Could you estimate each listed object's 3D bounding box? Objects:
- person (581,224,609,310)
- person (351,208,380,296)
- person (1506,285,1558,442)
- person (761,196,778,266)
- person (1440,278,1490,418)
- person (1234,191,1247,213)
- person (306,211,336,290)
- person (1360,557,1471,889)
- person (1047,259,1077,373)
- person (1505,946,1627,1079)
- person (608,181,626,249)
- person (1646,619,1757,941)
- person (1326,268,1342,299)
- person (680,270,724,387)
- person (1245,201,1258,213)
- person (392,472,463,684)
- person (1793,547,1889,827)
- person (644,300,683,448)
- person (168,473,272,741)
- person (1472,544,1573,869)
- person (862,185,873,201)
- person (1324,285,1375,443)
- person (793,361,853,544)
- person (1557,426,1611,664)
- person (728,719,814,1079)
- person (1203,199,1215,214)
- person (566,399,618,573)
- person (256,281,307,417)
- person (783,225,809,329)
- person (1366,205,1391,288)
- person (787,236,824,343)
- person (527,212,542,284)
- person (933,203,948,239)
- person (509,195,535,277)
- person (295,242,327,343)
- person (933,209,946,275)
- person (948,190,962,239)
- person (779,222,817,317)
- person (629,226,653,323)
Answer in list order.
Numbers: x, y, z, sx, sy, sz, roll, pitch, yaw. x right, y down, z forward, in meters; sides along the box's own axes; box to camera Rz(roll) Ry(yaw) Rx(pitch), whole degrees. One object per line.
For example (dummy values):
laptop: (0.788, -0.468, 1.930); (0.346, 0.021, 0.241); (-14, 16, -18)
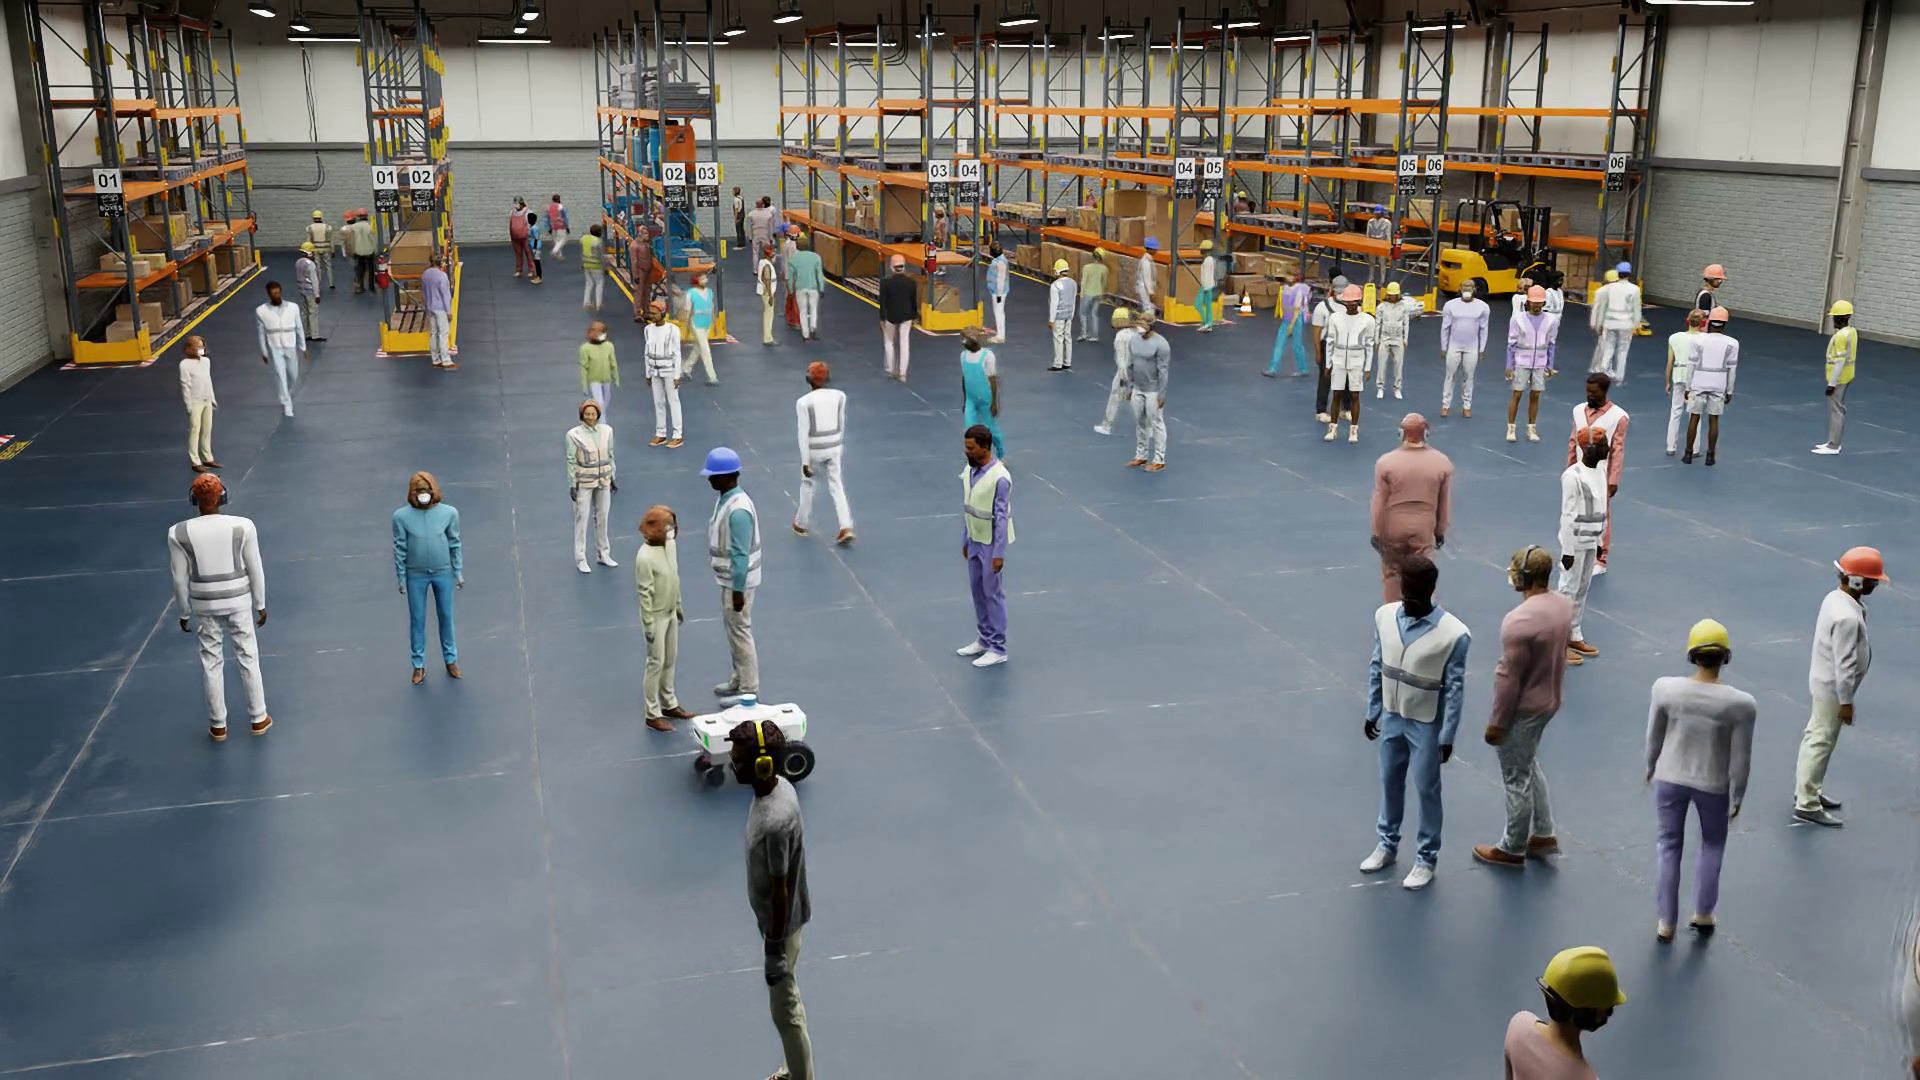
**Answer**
person: (-7.698, -5.744, 35.006); (0.639, 1.825, 0.434); (11, 18, 35)
person: (-13.391, -6.486, 37.482); (0.654, 1.965, 0.497); (2, 15, 6)
person: (7.368, -2.265, 21.457); (0.613, 2.041, 0.393); (1, 15, 3)
person: (-5.111, -8.197, 44.195); (0.659, 1.836, 0.430); (14, 20, 42)
person: (7.023, -2.674, 23.195); (0.629, 1.940, 0.377); (4, 15, 15)
person: (8.045, -9.084, 47.640); (0.306, 1.772, 0.525); (-10, 18, -33)
person: (-14.840, -6.721, 38.633); (0.592, 1.828, 0.404); (-5, 16, -18)
person: (2.566, 1.008, 9.391); (0.395, 1.913, 0.588); (-12, 19, -39)
person: (1.634, -3.636, 27.016); (0.404, 1.832, 0.600); (12, 19, 39)
person: (1.940, 2.134, 5.451); (0.345, 1.756, 0.518); (-4, 15, -14)
person: (-10.049, -9.563, 49.010); (0.624, 1.993, 0.385); (0, 15, 1)
person: (3.878, 1.261, 8.780); (0.520, 1.740, 0.509); (8, 17, 29)
person: (6.114, -3.604, 27.205); (0.321, 1.686, 0.644); (3, 15, 13)
person: (-4.068, -3.308, 25.846); (0.944, 1.809, 0.575); (9, 17, 31)
person: (7.904, -8.411, 45.341); (0.536, 1.656, 0.896); (-4, 15, -16)
person: (-4.041, 0.277, 12.677); (0.497, 1.633, 0.284); (-6, 16, -23)
person: (5.382, 0.886, 10.166); (0.349, 1.742, 0.573); (6, 16, 23)
person: (-3.787, -2.119, 21.229); (0.576, 1.879, 0.346); (8, 17, 29)
person: (-5.098, 0.464, 11.497); (0.572, 1.883, 0.356); (-6, 16, -20)
person: (3.230, 0.965, 9.526); (0.396, 1.930, 0.640); (13, 20, 40)
person: (-2.724, -9.535, 49.171); (0.518, 1.866, 0.340); (12, 19, 39)
person: (5.011, -2.267, 21.460); (0.605, 2.045, 0.377); (6, 16, 23)
person: (-1.371, -0.878, 16.624); (0.571, 1.852, 0.955); (-8, 17, -28)
person: (4.909, 0.030, 13.124); (0.345, 1.882, 0.584); (14, 20, 42)
person: (-0.799, 1.642, 7.118); (0.327, 1.861, 0.507); (-3, 15, -11)
person: (7.171, -9.335, 48.258); (0.361, 1.939, 0.542); (7, 16, 24)
person: (-3.459, -0.518, 15.659); (0.311, 1.636, 0.521); (14, 20, 43)
person: (-9.582, -2.723, 23.485); (0.599, 1.896, 0.842); (-10, 18, -33)
person: (-3.190, -5.072, 32.106); (0.375, 1.997, 0.611); (-11, 18, -35)
person: (9.813, -6.905, 39.115); (0.617, 1.943, 0.411); (12, 19, 37)
person: (-2.826, -4.570, 30.369); (0.660, 1.912, 0.515); (-3, 15, -10)
person: (-10.231, -7.016, 39.995); (0.318, 1.698, 0.534); (-5, 16, -19)
person: (-0.643, -10.279, 52.148); (0.647, 1.784, 1.000); (-7, 17, -26)
person: (-10.939, -7.577, 41.448); (0.684, 2.000, 0.535); (4, 15, 14)
person: (-11.860, -4.516, 30.360); (0.590, 1.823, 0.404); (12, 19, 39)
person: (-0.505, -7.527, 42.033); (0.309, 1.639, 0.511); (-5, 16, -19)
person: (-0.187, -10.330, 52.607); (0.500, 1.627, 0.279); (2, 15, 8)
person: (-3.328, -5.463, 33.736); (0.797, 1.913, 0.634); (5, 16, 19)
person: (-6.304, -5.284, 33.106); (0.400, 1.900, 0.647); (5, 16, 18)
